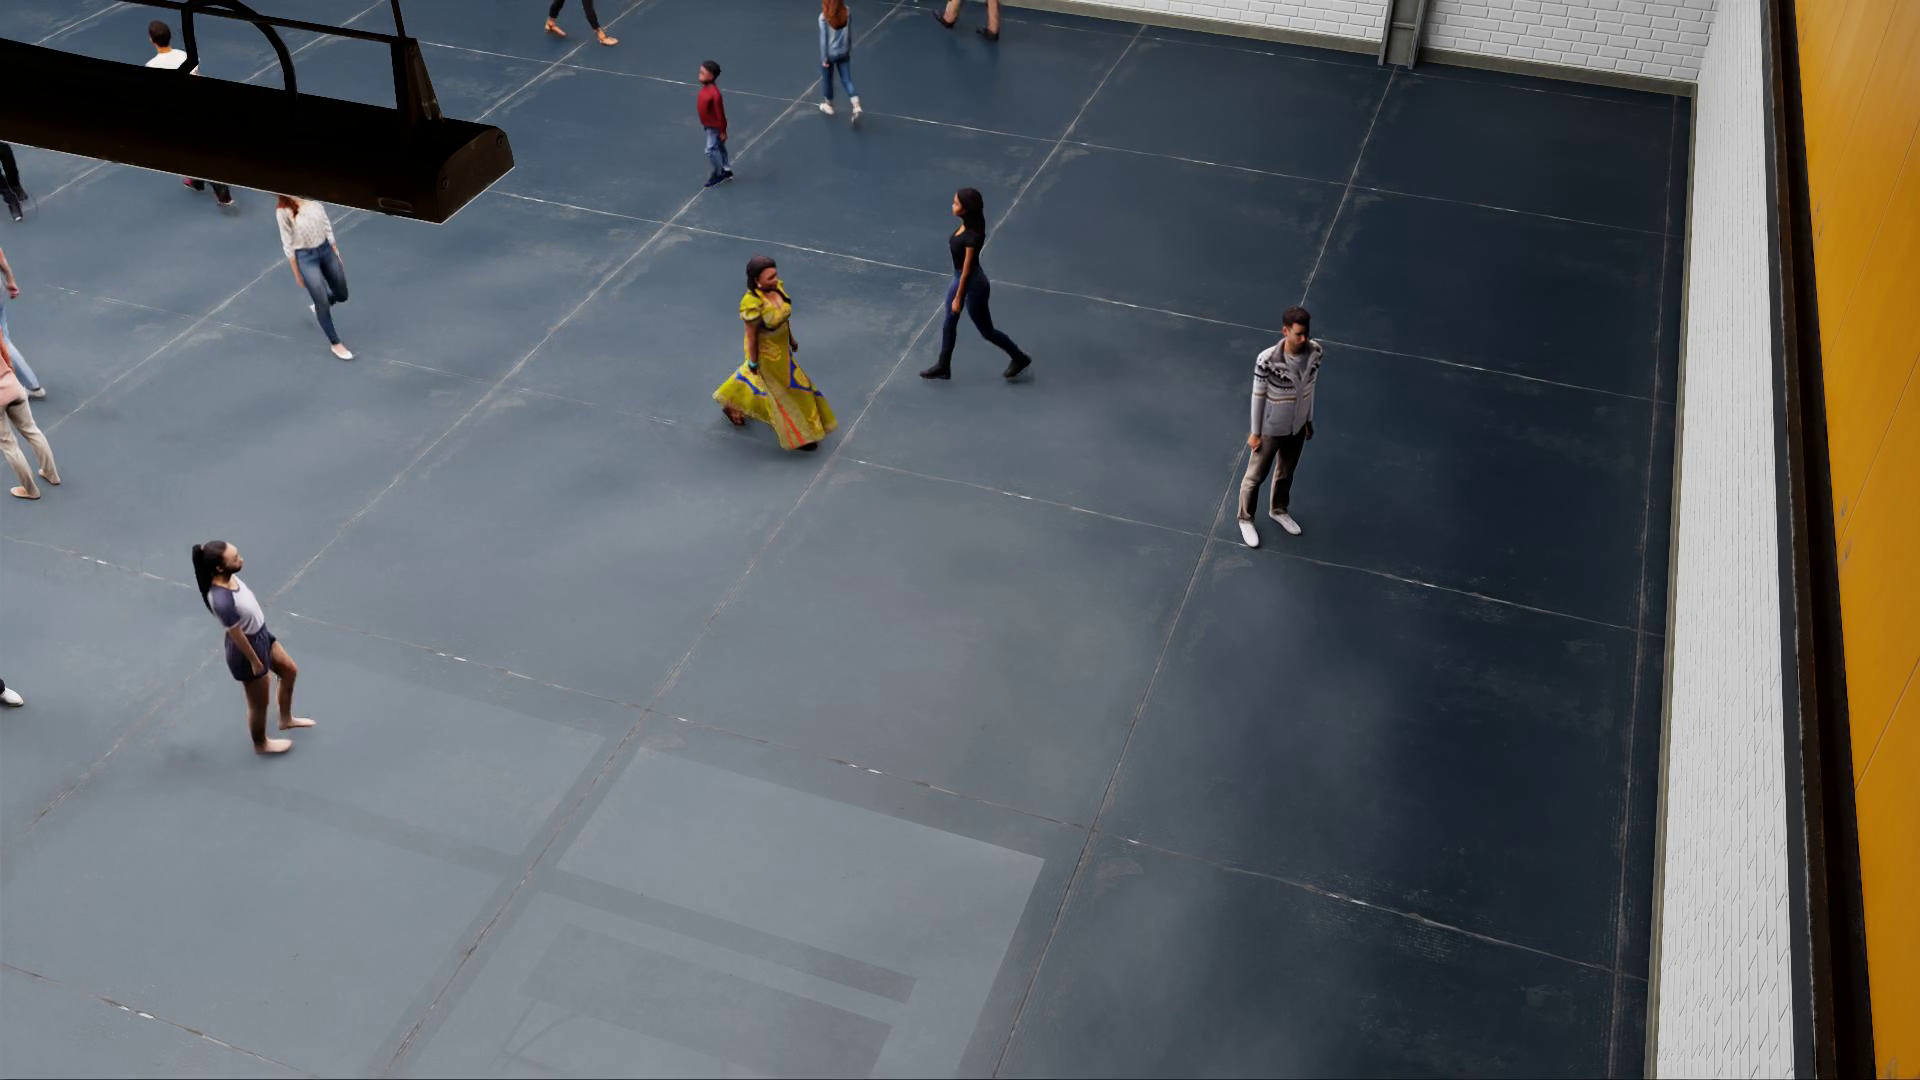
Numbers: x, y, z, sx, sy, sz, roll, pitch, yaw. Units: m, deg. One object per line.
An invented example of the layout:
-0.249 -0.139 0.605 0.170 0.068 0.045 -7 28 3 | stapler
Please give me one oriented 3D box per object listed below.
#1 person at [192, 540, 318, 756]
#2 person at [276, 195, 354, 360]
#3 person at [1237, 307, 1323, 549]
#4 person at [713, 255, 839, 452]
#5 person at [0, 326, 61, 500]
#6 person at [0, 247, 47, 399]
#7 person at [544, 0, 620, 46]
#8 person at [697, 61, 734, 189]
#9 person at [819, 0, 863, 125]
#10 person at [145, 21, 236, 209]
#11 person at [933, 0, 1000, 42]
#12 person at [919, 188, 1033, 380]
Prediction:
-4.361 0.672 9.982 0.795 1.636 0.746 -12 40 -14 | person
-5.338 -2.316 13.657 0.903 1.718 0.750 28 46 30 | person
2.251 -0.830 11.682 0.756 1.862 0.813 -17 42 -20 | person
-1.533 -1.442 12.640 1.302 1.623 0.784 10 40 13 | person
-6.996 -1.058 12.078 0.553 1.724 0.622 17 42 21 | person
-7.657 -1.924 13.100 1.240 1.802 0.859 21 43 25 | person
-4.497 -6.513 18.863 1.215 1.780 0.696 9 39 11 | person
-2.340 -4.082 16.244 0.700 1.249 0.640 -16 41 -19 | person
-1.245 -5.040 17.277 0.899 1.458 1.028 -24 44 -27 | person
-7.269 -3.970 15.689 1.195 1.768 0.844 24 44 27 | person
0.269 -6.610 18.898 1.225 1.888 0.979 29 47 31 | person
0.176 -1.973 13.242 1.206 1.701 0.925 -5 39 -7 | person
